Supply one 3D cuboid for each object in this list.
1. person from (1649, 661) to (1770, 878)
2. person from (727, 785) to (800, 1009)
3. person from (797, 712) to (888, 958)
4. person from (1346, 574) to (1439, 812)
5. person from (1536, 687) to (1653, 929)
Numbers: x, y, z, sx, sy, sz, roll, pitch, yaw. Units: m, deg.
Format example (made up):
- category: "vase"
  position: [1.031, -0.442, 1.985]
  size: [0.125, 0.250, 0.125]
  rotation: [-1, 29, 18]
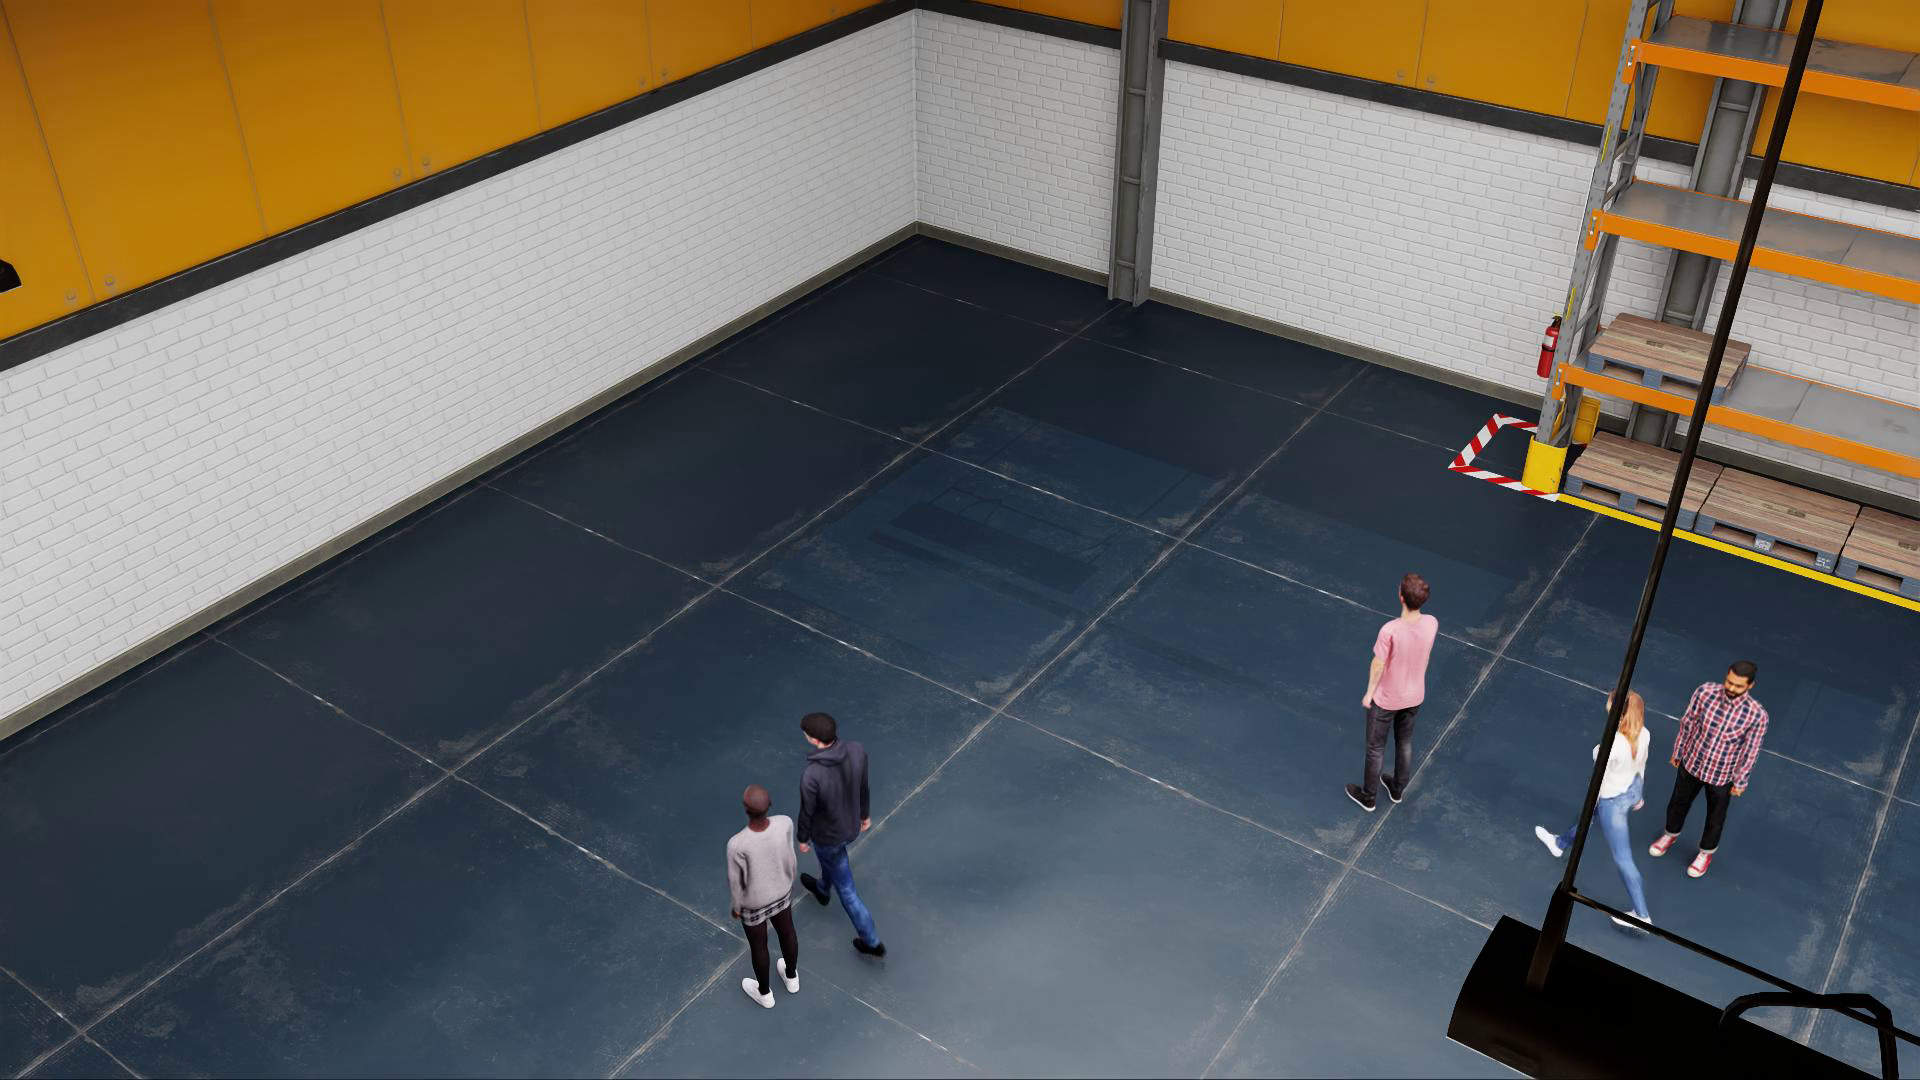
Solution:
- category: "person"
  position: [5.154, 1.526, 11.395]
  size: [0.563, 1.756, 0.774]
  rotation: [28, 43, 36]
- category: "person"
  position: [-1.210, 2.206, 10.359]
  size: [0.676, 1.772, 0.647]
  rotation: [-22, 40, -30]
- category: "person"
  position: [-0.749, 1.926, 10.718]
  size: [0.831, 1.839, 1.253]
  rotation: [-28, 43, -35]
- category: "person"
  position: [3.114, 1.097, 11.859]
  size: [0.696, 1.957, 0.714]
  rotation: [-12, 36, -18]
- category: "person"
  position: [4.432, 1.813, 11.063]
  size: [0.939, 1.646, 1.352]
  rotation: [-23, 40, -30]
